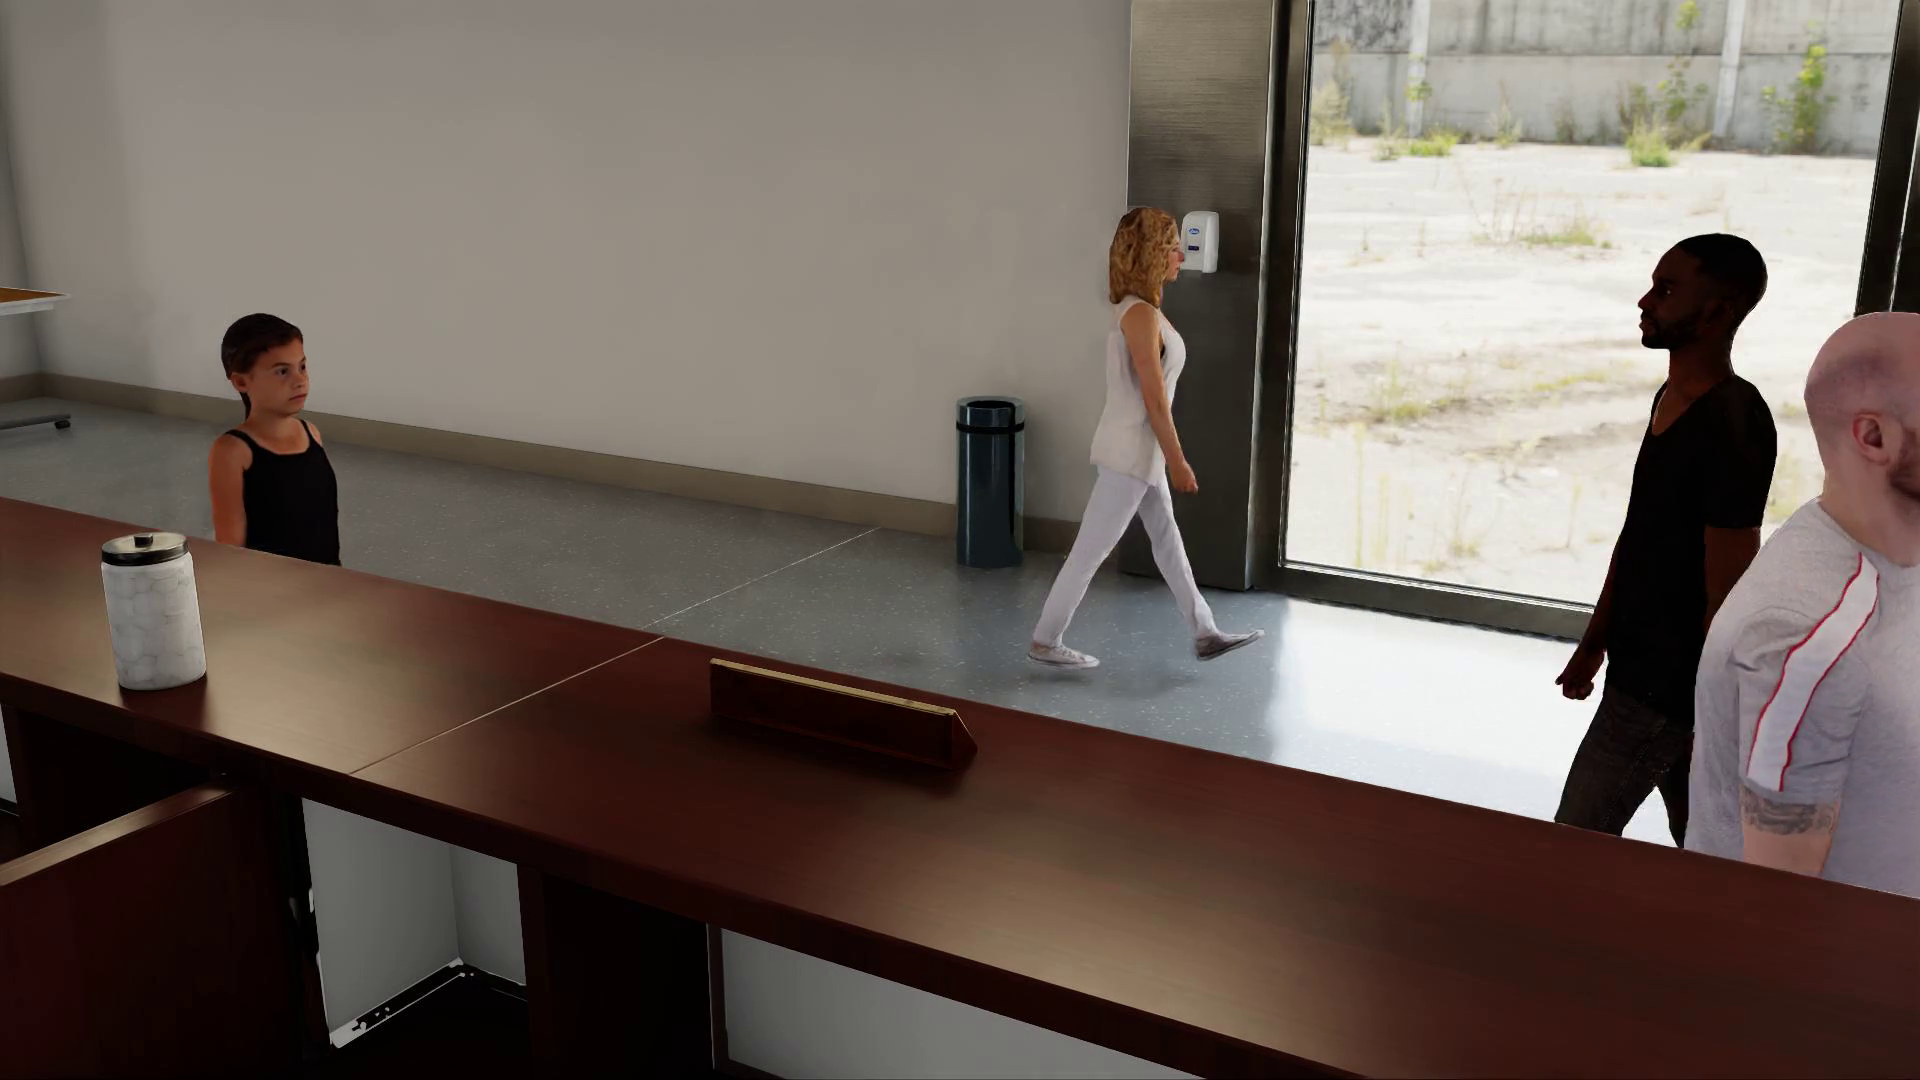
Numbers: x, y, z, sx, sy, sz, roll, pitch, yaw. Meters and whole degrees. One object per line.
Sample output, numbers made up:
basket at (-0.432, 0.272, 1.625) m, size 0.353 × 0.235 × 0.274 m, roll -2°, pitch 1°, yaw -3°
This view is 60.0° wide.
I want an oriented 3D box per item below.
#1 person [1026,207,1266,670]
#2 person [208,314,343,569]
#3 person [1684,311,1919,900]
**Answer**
person at (0.510, -0.290, 5.785) m, size 0.938 × 1.622 × 1.094 m, roll 2°, pitch 16°, yaw 7°
person at (-1.717, 0.221, 4.118) m, size 0.628 × 1.545 × 0.926 m, roll 7°, pitch 17°, yaw 25°
person at (1.072, 0.583, 2.329) m, size 0.787 × 1.818 × 0.669 m, roll 12°, pitch 20°, yaw 37°
